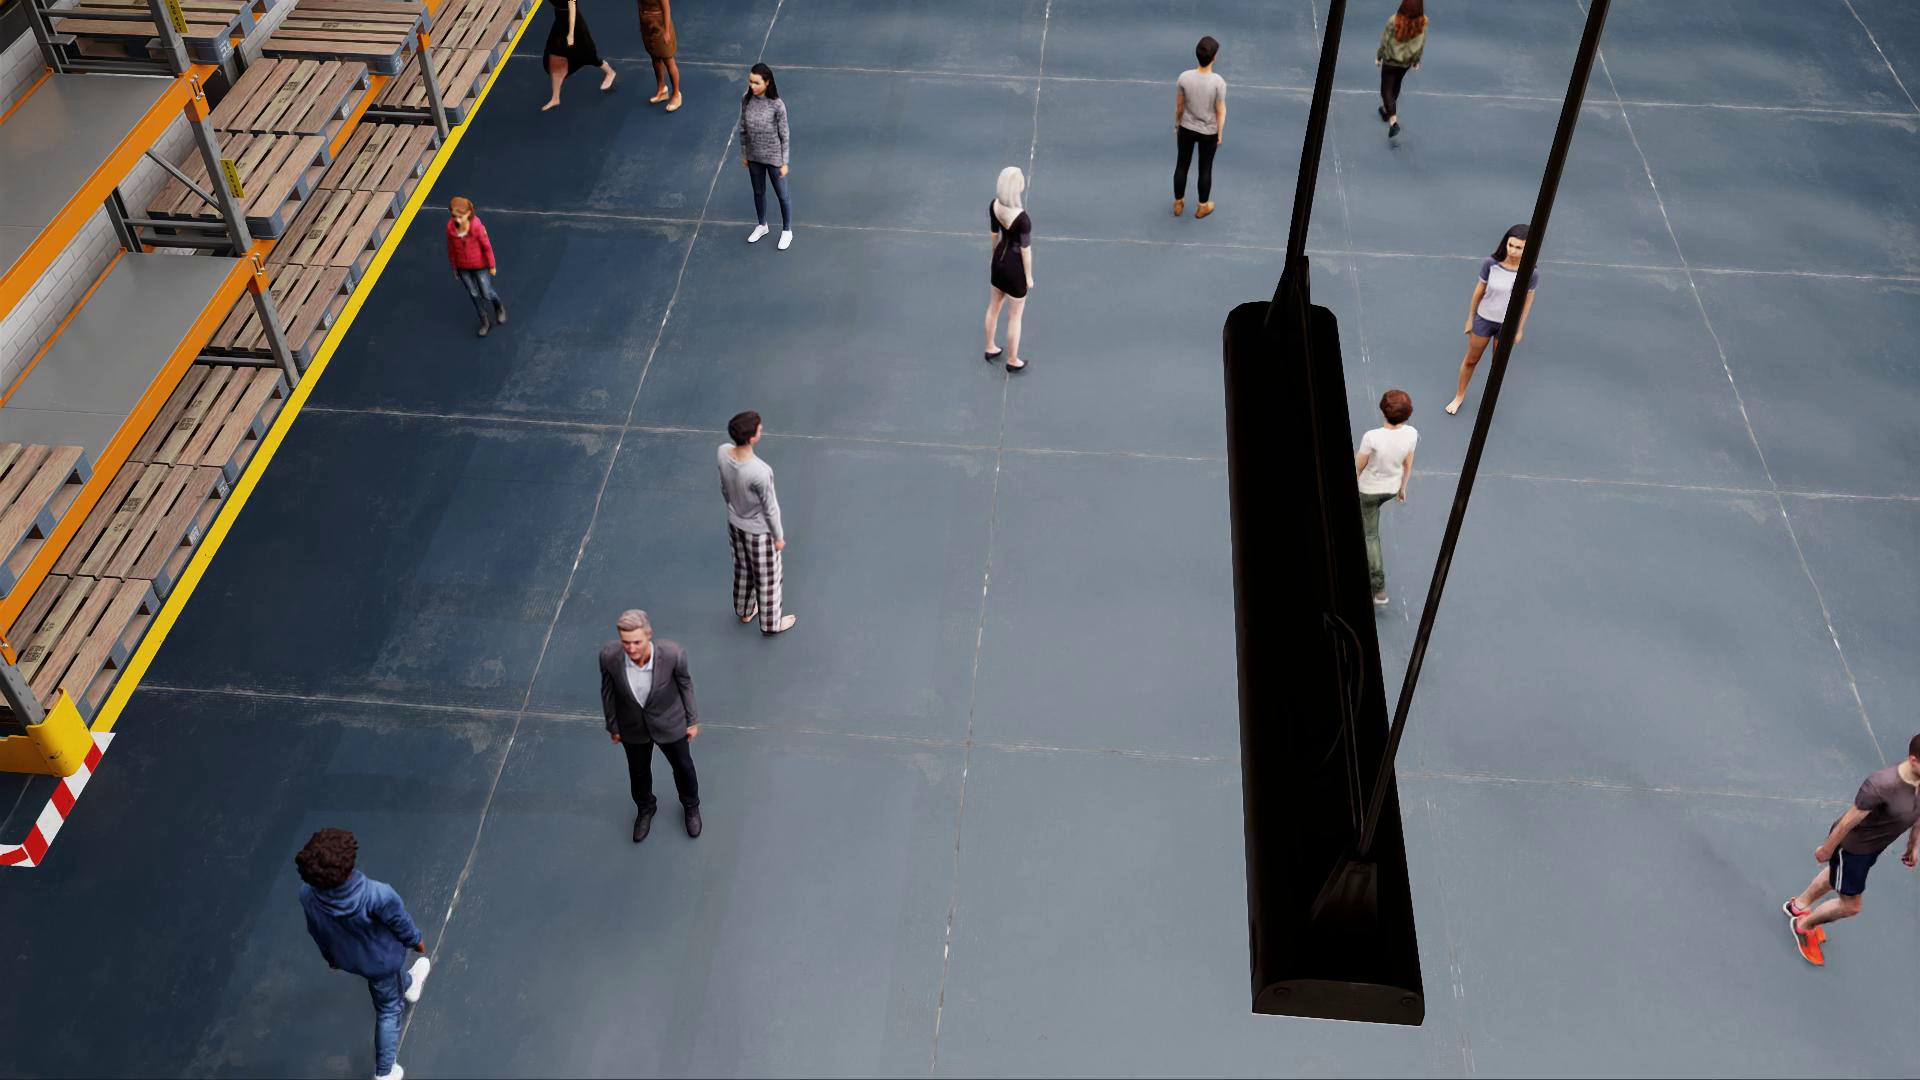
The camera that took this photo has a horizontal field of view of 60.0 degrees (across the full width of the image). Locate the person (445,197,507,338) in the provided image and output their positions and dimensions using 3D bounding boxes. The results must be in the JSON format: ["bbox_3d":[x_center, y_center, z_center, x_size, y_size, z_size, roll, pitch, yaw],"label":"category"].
[{"bbox_3d":[-4.027,-2.316,13.822,0.509,1.307,0.571,3,44,3],"label":"person"}]

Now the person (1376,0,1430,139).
[{"bbox_3d":[4.271,-4.613,16.128,0.714,1.451,0.994,-5,44,-6],"label":"person"}]

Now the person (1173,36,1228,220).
[{"bbox_3d":[2.144,-3.715,14.990,0.663,1.722,0.617,15,46,15],"label":"person"}]

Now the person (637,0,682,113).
[{"bbox_3d":[-2.987,-5.051,16.416,0.650,1.688,0.685,32,52,29],"label":"person"}]

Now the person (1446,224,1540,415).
[{"bbox_3d":[4.145,-1.684,12.849,0.644,1.734,0.603,16,46,16],"label":"person"}]

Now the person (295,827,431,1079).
[{"bbox_3d":[-3.129,2.209,8.730,0.700,1.778,1.146,5,44,5],"label":"person"}]

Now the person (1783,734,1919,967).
[{"bbox_3d":[5.003,1.607,9.319,0.789,1.838,0.821,-20,47,-19],"label":"person"}]

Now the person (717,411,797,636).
[{"bbox_3d":[-1.387,-0.109,11.113,0.712,1.847,0.734,31,52,28],"label":"person"}]

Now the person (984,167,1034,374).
[{"bbox_3d":[0.386,-2.155,13.276,0.655,1.827,0.698,34,53,30],"label":"person"}]

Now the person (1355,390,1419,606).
[{"bbox_3d":[2.895,-0.283,11.463,0.856,1.616,1.186,-11,45,-11],"label":"person"}]

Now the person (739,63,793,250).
[{"bbox_3d":[-1.699,-3.393,14.643,0.667,1.733,0.623,16,46,16],"label":"person"}]

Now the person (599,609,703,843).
[{"bbox_3d":[-1.828,1.079,9.870,0.751,1.842,0.662,-4,44,-4],"label":"person"}]

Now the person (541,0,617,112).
[{"bbox_3d":[-3.795,-5.098,16.540,0.952,1.584,1.163,27,50,26],"label":"person"}]
